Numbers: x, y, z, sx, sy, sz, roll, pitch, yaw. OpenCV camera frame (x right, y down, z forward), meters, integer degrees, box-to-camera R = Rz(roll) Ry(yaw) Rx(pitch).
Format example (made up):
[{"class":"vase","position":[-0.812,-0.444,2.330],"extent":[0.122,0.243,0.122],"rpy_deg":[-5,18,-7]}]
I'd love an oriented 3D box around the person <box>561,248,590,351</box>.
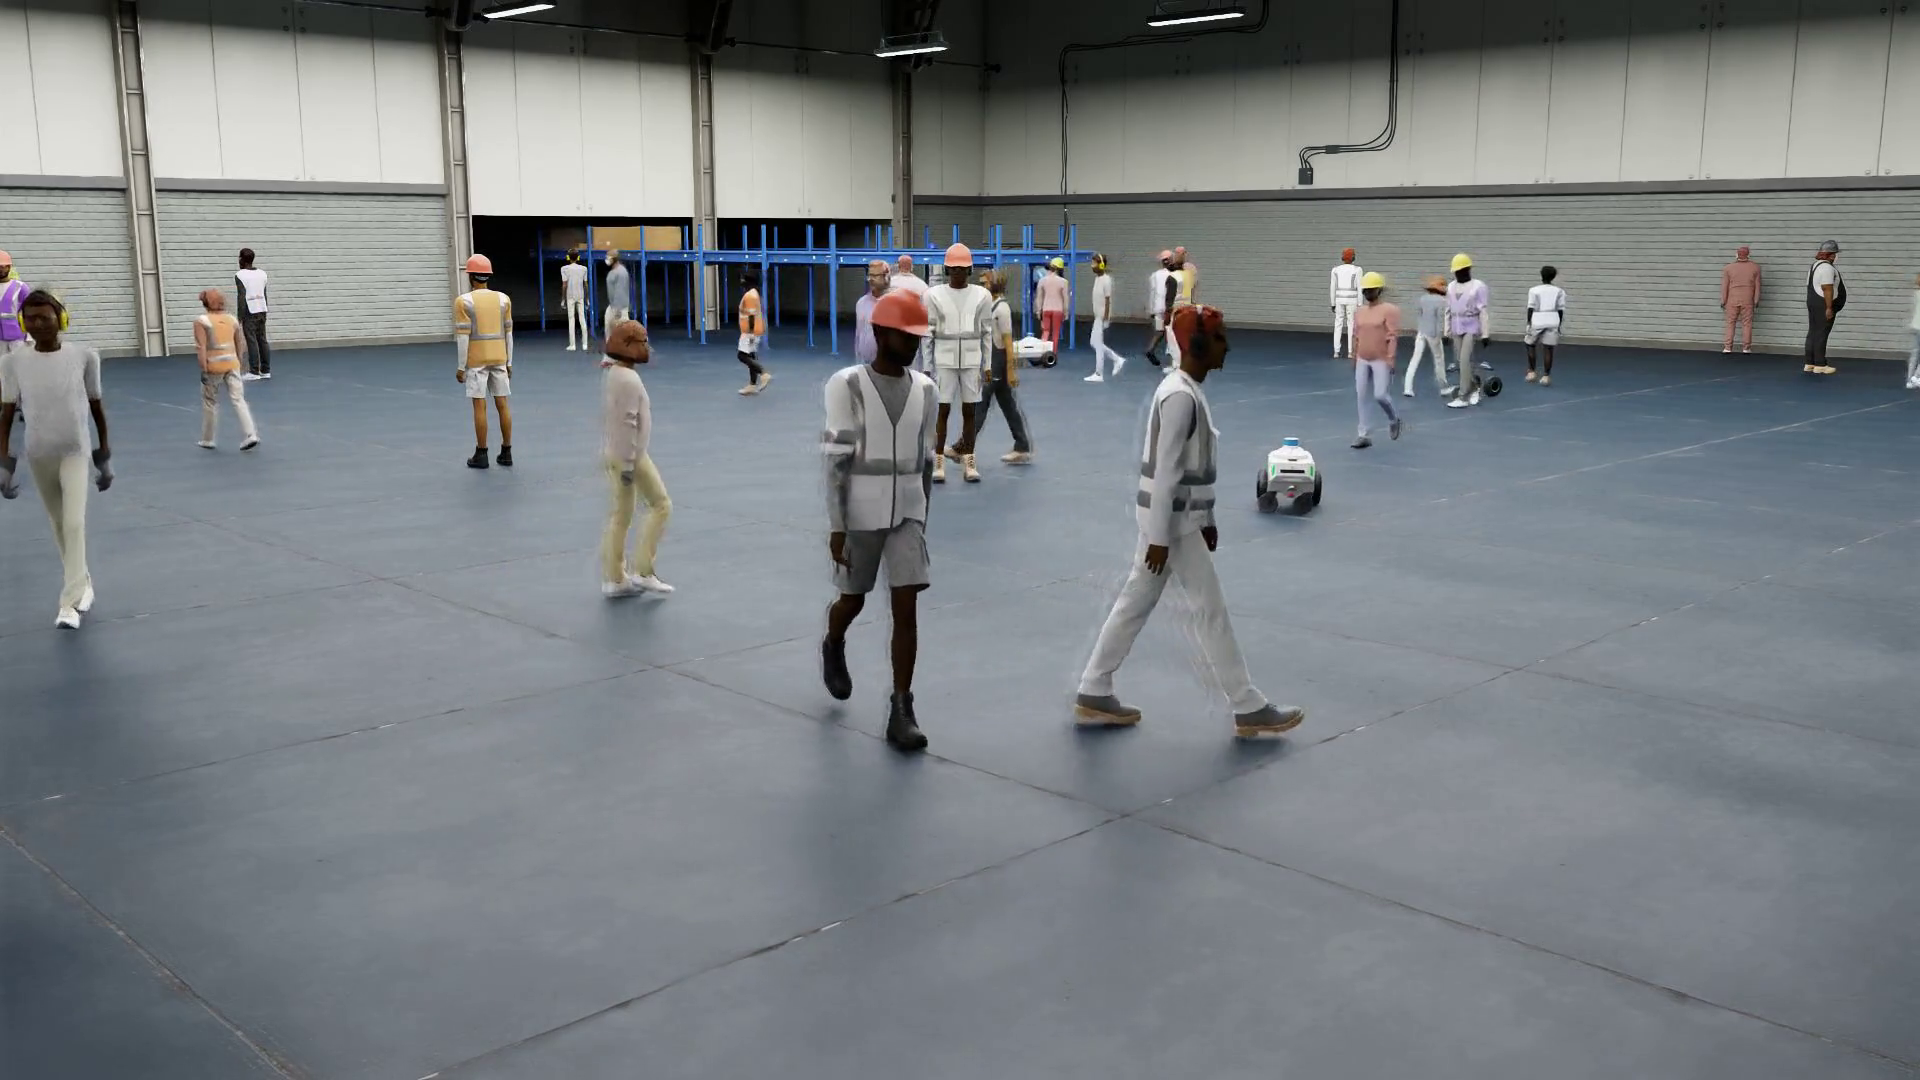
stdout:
[{"class":"person","position":[-7.105,-4.435,30.680],"extent":[0.534,1.869,0.311],"rpy_deg":[-6,12,-28]}]

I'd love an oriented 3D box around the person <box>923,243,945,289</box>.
[{"class":"person","position":[-0.601,-5.853,38.221],"extent":[0.601,1.940,0.395],"rpy_deg":[-8,13,-38]}]

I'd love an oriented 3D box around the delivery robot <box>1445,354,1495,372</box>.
[{"class":"delivery robot","position":[6.763,-2.352,22.060],"extent":[0.698,0.223,0.335],"rpy_deg":[-4,11,-23]}]

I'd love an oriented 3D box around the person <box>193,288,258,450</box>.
[{"class":"person","position":[-7.270,-1.685,16.444],"extent":[0.815,1.595,0.533],"rpy_deg":[7,12,33]}]

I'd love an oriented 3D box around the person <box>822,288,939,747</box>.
[{"class":"person","position":[-0.360,-0.128,7.123],"extent":[0.557,1.901,0.901],"rpy_deg":[-5,11,-23]}]

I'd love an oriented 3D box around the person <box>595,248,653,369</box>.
[{"class":"person","position":[-5.405,-3.716,26.652],"extent":[0.883,1.914,0.631],"rpy_deg":[-7,12,-32]}]

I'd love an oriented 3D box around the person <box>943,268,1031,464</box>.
[{"class":"person","position":[0.231,-1.588,15.336],"extent":[0.967,1.795,0.532],"rpy_deg":[-2,11,-11]}]

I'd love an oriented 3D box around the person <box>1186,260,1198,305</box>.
[{"class":"person","position":[4.362,-4.626,32.359],"extent":[0.536,1.625,0.370],"rpy_deg":[-2,11,-11]}]

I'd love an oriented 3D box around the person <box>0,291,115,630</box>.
[{"class":"person","position":[-4.943,-0.444,9.064],"extent":[0.534,1.811,1.004],"rpy_deg":[-3,11,-17]}]

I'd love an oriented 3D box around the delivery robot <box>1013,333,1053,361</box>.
[{"class":"delivery robot","position":[1.136,-3.092,26.805],"extent":[0.707,0.478,0.477],"rpy_deg":[-5,12,-26]}]

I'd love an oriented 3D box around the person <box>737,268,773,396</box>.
[{"class":"person","position":[-2.749,-2.756,22.035],"extent":[0.419,1.684,0.539],"rpy_deg":[0,10,2]}]

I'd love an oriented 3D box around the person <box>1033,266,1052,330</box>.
[{"class":"person","position":[1.914,-5.509,37.097],"extent":[0.542,1.647,0.823],"rpy_deg":[-2,11,-11]}]

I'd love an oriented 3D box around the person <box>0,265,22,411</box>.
[{"class":"person","position":[-11.446,-2.423,20.027],"extent":[0.378,1.753,0.528],"rpy_deg":[-9,14,-40]}]

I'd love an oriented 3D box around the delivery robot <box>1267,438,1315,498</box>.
[{"class":"delivery robot","position":[2.576,-0.552,12.954],"extent":[0.477,0.478,0.707],"rpy_deg":[2,11,9]}]

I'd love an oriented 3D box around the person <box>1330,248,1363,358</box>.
[{"class":"person","position":[6.720,-4.112,28.878],"extent":[0.580,1.883,0.350],"rpy_deg":[6,12,32]}]

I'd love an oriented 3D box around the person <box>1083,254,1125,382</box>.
[{"class":"person","position":[2.105,-3.239,24.229],"extent":[0.566,1.853,0.515],"rpy_deg":[-2,11,-13]}]

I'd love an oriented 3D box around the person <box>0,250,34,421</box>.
[{"class":"person","position":[-10.908,-2.337,19.047],"extent":[0.552,1.937,0.359],"rpy_deg":[-1,10,-5]}]

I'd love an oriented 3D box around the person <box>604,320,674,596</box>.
[{"class":"person","position":[-1.885,-0.476,9.772],"extent":[0.494,1.617,0.506],"rpy_deg":[-5,12,-27]}]

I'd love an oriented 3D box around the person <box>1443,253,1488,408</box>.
[{"class":"person","position":[6.299,-2.601,20.614],"extent":[0.741,1.894,0.610],"rpy_deg":[-6,12,-31]}]

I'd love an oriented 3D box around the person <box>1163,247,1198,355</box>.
[{"class":"person","position":[3.885,-4.239,29.512],"extent":[0.642,1.909,0.408],"rpy_deg":[0,10,1]}]

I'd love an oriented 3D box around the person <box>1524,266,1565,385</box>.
[{"class":"person","position":[8.293,-3.059,23.678],"extent":[0.559,1.674,0.614],"rpy_deg":[0,10,1]}]

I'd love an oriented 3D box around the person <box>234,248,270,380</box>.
[{"class":"person","position":[-10.453,-3.341,24.575],"extent":[0.391,1.922,0.593],"rpy_deg":[3,11,16]}]

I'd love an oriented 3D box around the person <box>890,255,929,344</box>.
[{"class":"person","position":[-0.720,-2.722,21.376],"extent":[0.650,1.863,0.986],"rpy_deg":[-4,11,-19]}]

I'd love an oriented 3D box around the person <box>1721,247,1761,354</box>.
[{"class":"person","position":[13.949,-4.277,29.735],"extent":[0.638,1.903,0.408],"rpy_deg":[4,11,22]}]

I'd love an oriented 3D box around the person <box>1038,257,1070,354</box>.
[{"class":"person","position":[1.540,-3.756,27.303],"extent":[0.540,1.740,0.386],"rpy_deg":[5,11,23]}]

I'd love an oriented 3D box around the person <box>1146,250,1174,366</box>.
[{"class":"person","position":[3.261,-3.689,26.585],"extent":[0.598,1.890,0.855],"rpy_deg":[8,13,36]}]

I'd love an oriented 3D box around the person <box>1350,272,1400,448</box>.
[{"class":"person","position":[4.164,-1.807,16.652],"extent":[0.520,1.750,0.547],"rpy_deg":[-9,14,-41]}]

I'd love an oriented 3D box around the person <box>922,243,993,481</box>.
[{"class":"person","position":[-0.015,-1.516,14.295],"extent":[0.615,2.038,0.395],"rpy_deg":[-1,10,-7]}]

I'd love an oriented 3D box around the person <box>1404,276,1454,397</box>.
[{"class":"person","position":[6.168,-2.663,21.800],"extent":[0.892,1.577,0.514],"rpy_deg":[-6,12,-30]}]

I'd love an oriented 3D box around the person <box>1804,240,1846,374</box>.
[{"class":"person","position":[13.437,-3.606,25.807],"extent":[0.536,2.000,0.676],"rpy_deg":[1,10,6]}]

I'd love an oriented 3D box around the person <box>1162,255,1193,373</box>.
[{"class":"person","position":[3.384,-3.501,25.781],"extent":[0.430,1.816,0.778],"rpy_deg":[8,13,36]}]

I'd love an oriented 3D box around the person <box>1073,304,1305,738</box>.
[{"class":"person","position":[0.949,-0.081,7.073],"extent":[1.001,1.824,0.598],"rpy_deg":[1,10,6]}]

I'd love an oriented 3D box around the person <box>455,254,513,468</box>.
[{"class":"person","position":[-4.369,-1.643,15.266],"extent":[0.543,1.939,0.361],"rpy_deg":[-9,14,-40]}]

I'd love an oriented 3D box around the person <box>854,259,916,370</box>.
[{"class":"person","position":[-0.665,-1.548,14.854],"extent":[0.654,1.899,0.524],"rpy_deg":[7,12,32]}]

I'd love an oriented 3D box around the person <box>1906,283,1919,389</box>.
[{"class":"person","position":[13.342,-2.894,22.977],"extent":[0.392,1.614,0.497],"rpy_deg":[2,11,10]}]
